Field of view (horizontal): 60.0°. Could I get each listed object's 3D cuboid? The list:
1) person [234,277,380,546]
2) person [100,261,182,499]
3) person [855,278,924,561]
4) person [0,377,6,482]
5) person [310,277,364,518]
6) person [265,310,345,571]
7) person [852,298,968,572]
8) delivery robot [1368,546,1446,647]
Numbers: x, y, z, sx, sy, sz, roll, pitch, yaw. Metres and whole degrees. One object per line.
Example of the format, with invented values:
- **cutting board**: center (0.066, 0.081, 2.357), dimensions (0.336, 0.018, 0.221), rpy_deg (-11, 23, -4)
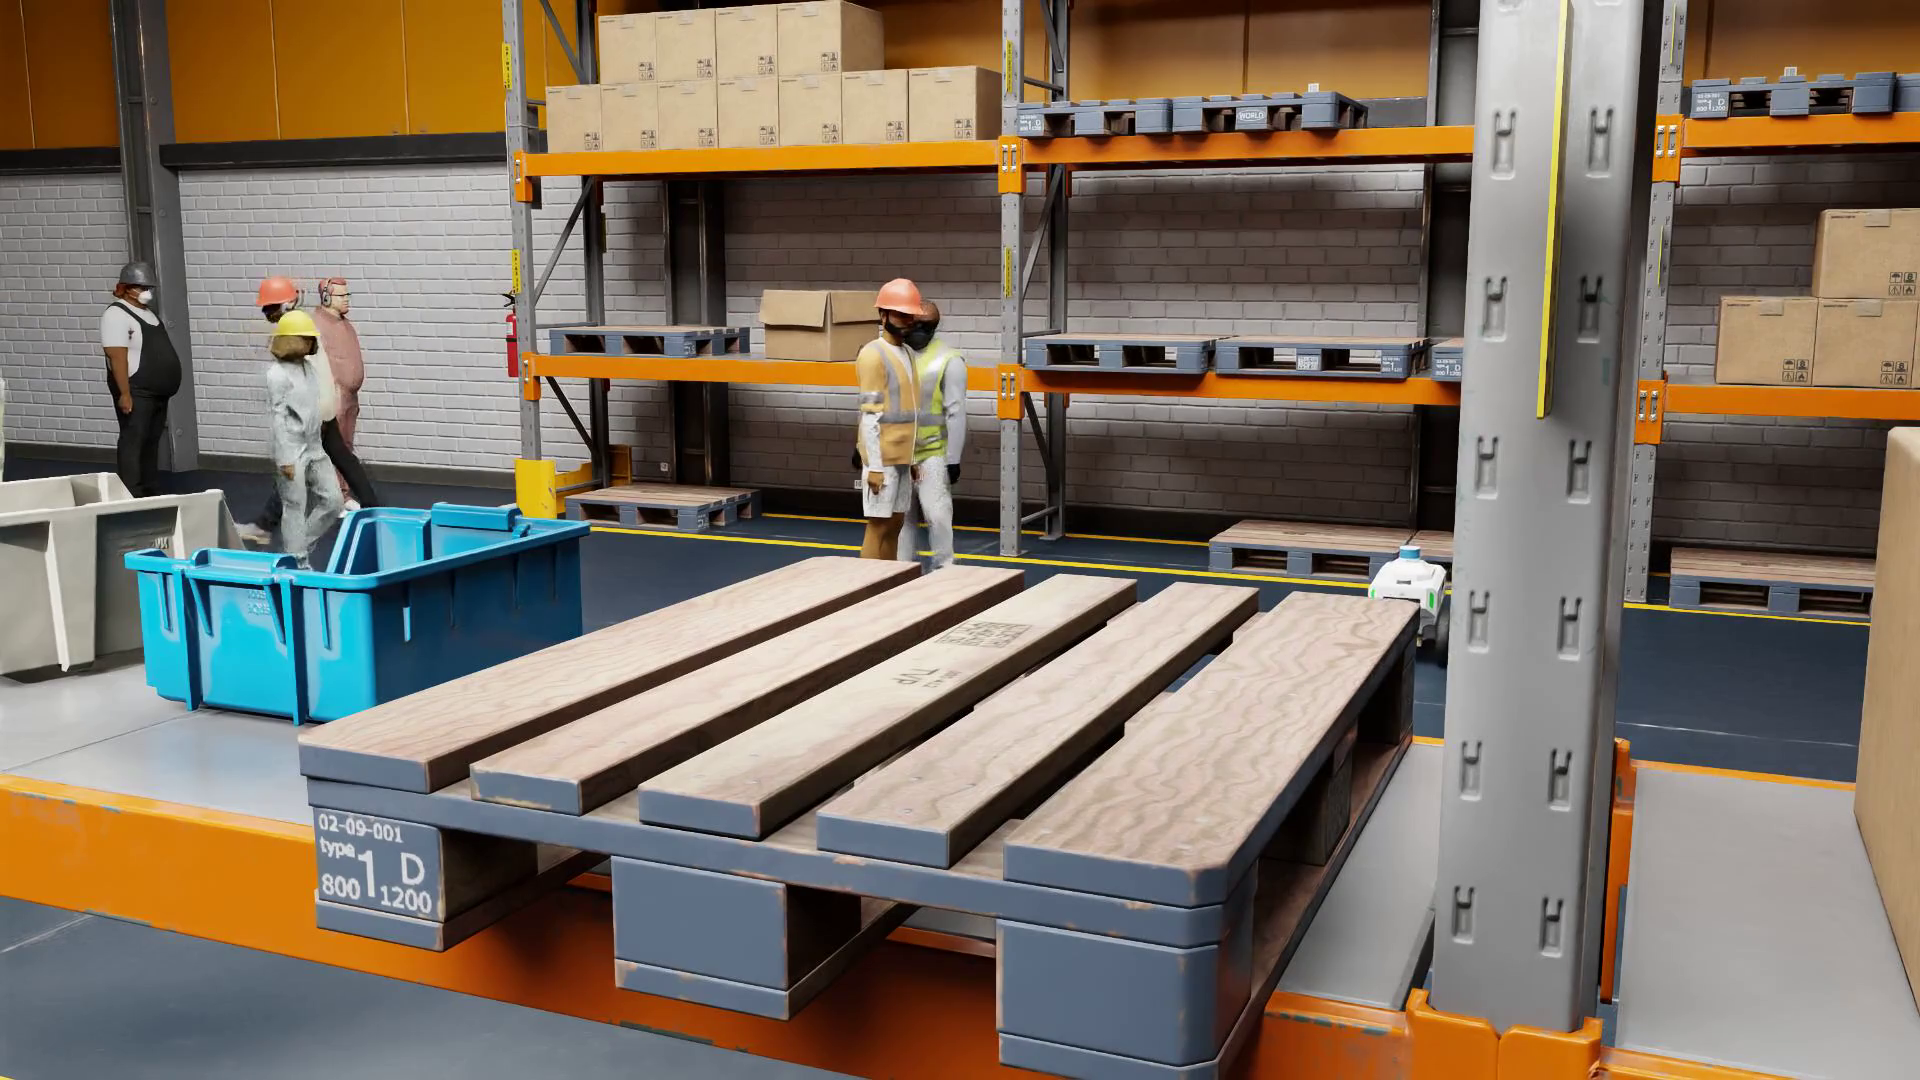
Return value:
- **person**: center (-4.738, -0.931, 12.018), dimensions (1.089, 1.909, 0.698), rpy_deg (-3, 10, -16)
- **person**: center (-6.577, -1.231, 13.449), dimensions (0.535, 2.000, 0.685), rpy_deg (0, 9, -2)
- **person**: center (-0.359, -0.461, 9.152), dimensions (0.375, 1.934, 0.547), rpy_deg (4, 10, 22)
- **person**: center (-5.029, -0.271, 8.332), dimensions (0.403, 1.830, 0.590), rpy_deg (1, 10, 6)
- **person**: center (-4.952, -1.134, 13.269), dimensions (0.402, 1.906, 0.652), rpy_deg (0, 9, 2)
- **person**: center (-4.000, -0.531, 10.161), dimensions (0.354, 1.729, 0.511), rpy_deg (2, 10, 10)
- **person**: center (-0.299, -0.509, 9.816), dimensions (0.780, 1.826, 0.434), rpy_deg (7, 12, 34)
- **delivery robot**: center (2.313, 0.274, 8.590), dimensions (0.477, 0.478, 0.707), rpy_deg (3, 10, 20)
